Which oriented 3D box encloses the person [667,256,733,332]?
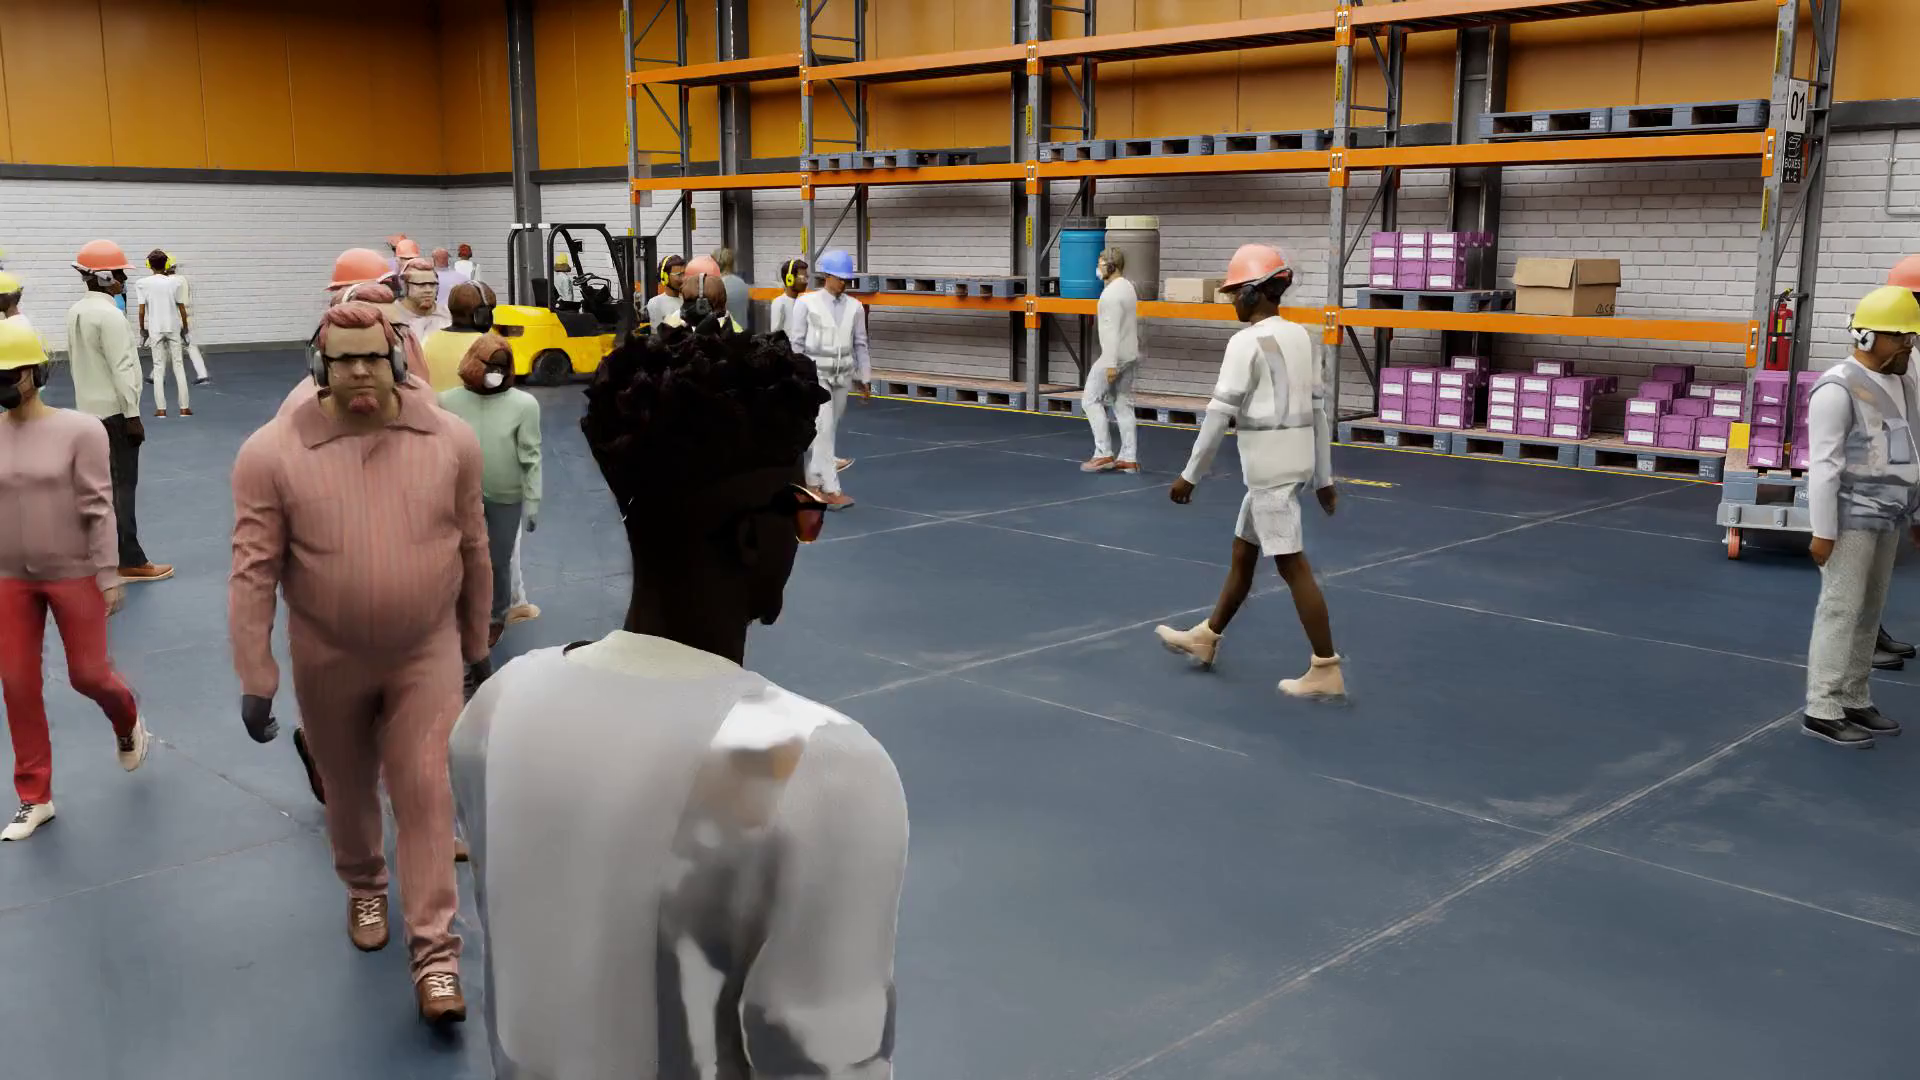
[{"bbox_3d":[-1.773,-0.978,11.308,0.989,1.896,0.559,7,12,33],"label":"person"}]

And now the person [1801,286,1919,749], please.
[{"bbox_3d":[3.626,-0.099,6.675,0.609,1.828,0.404,-7,13,-34],"label":"person"}]

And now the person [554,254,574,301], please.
[{"bbox_3d":[-6.013,-3.481,25.340,0.295,1.744,0.489,-8,13,-38],"label":"person"}]

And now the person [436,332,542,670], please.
[{"bbox_3d":[-2.244,-0.193,7.848,0.551,1.577,0.871,-2,11,-12],"label":"person"}]

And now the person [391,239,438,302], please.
[{"bbox_3d":[-5.686,-2.122,17.285,0.647,1.972,0.458,-9,13,-39],"label":"person"}]

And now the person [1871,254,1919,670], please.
[{"bbox_3d":[4.408,-0.366,7.827,0.364,1.934,0.553,9,14,40],"label":"person"}]

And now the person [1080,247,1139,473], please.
[{"bbox_3d":[1.252,-1.516,14.140,0.629,1.916,0.665,4,11,20],"label":"person"}]

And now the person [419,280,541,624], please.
[{"bbox_3d":[-2.523,-0.401,8.392,0.621,1.808,0.882,5,11,23],"label":"person"}]

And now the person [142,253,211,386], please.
[{"bbox_3d":[-10.528,-2.936,22.286,0.947,1.787,0.588,3,11,17],"label":"person"}]

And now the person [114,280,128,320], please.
[{"bbox_3d":[-13.694,-3.731,26.838,0.319,1.694,0.532,9,14,40],"label":"person"}]

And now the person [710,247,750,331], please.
[{"bbox_3d":[-2.130,-1.819,15.823,0.670,1.922,0.624,4,11,20],"label":"person"}]

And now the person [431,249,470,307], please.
[{"bbox_3d":[-6.200,-2.552,19.957,0.674,1.851,0.980,-4,11,-22],"label":"person"}]

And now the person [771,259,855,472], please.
[{"bbox_3d":[-1.377,-1.447,14.051,0.991,1.812,0.539,2,11,11],"label":"person"}]

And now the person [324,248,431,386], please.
[{"bbox_3d":[-2.615,-0.351,7.683,0.554,1.962,0.623,0,10,0],"label":"person"}]

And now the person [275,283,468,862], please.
[{"bbox_3d":[-1.967,0.092,5.497,0.828,1.878,0.653,5,11,25],"label":"person"}]

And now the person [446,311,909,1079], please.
[{"bbox_3d":[-0.207,0.721,1.874,0.642,1.936,0.819,8,13,36],"label":"person"}]

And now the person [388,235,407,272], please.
[{"bbox_3d":[-8.513,-3.664,25.562,0.642,2.022,0.647,-3,11,-15],"label":"person"}]

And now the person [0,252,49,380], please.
[{"bbox_3d":[-12.640,-2.938,21.986,0.930,1.891,0.596,-5,12,-26],"label":"person"}]

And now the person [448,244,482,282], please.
[{"bbox_3d":[-8.430,-4.113,28.449,0.585,1.868,0.683,-1,10,-6],"label":"person"}]

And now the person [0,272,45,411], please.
[{"bbox_3d":[-6.893,-1.073,12.171,0.382,1.753,0.547,-4,11,-23],"label":"person"}]

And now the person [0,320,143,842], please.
[{"bbox_3d":[-3.143,0.106,5.766,0.531,1.745,0.644,-1,10,-5],"label":"person"}]

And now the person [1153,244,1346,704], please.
[{"bbox_3d":[1.300,-0.304,7.369,1.084,1.972,0.616,7,13,34],"label":"person"}]

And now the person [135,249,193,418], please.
[{"bbox_3d":[-8.871,-2.298,18.539,0.514,1.873,0.329,-5,11,-25],"label":"person"}]

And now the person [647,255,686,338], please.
[{"bbox_3d":[-2.219,-1.279,13.002,0.329,1.867,0.509,5,11,23],"label":"person"}]

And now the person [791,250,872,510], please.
[{"bbox_3d":[-0.909,-1.172,12.302,0.621,1.899,0.916,-8,13,-36],"label":"person"}]

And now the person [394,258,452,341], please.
[{"bbox_3d":[-3.112,-0.692,9.730,0.678,1.883,0.697,-7,13,-35],"label":"person"}]

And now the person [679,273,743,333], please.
[{"bbox_3d":[-1.289,-0.485,8.792,0.431,1.832,0.645,1,10,6],"label":"person"}]

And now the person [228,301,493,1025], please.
[{"bbox_3d":[-1.566,0.300,4.425,0.672,1.855,1.014,-4,11,-23],"label":"person"}]

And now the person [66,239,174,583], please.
[{"bbox_3d":[-4.964,-0.749,9.751,0.609,1.996,0.378,9,13,39],"label":"person"}]

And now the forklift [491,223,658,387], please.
[{"bbox_3d":[-5.316,-3.263,22.920,2.313,2.155,1.214,-10,14,-44],"label":"forklift"}]
